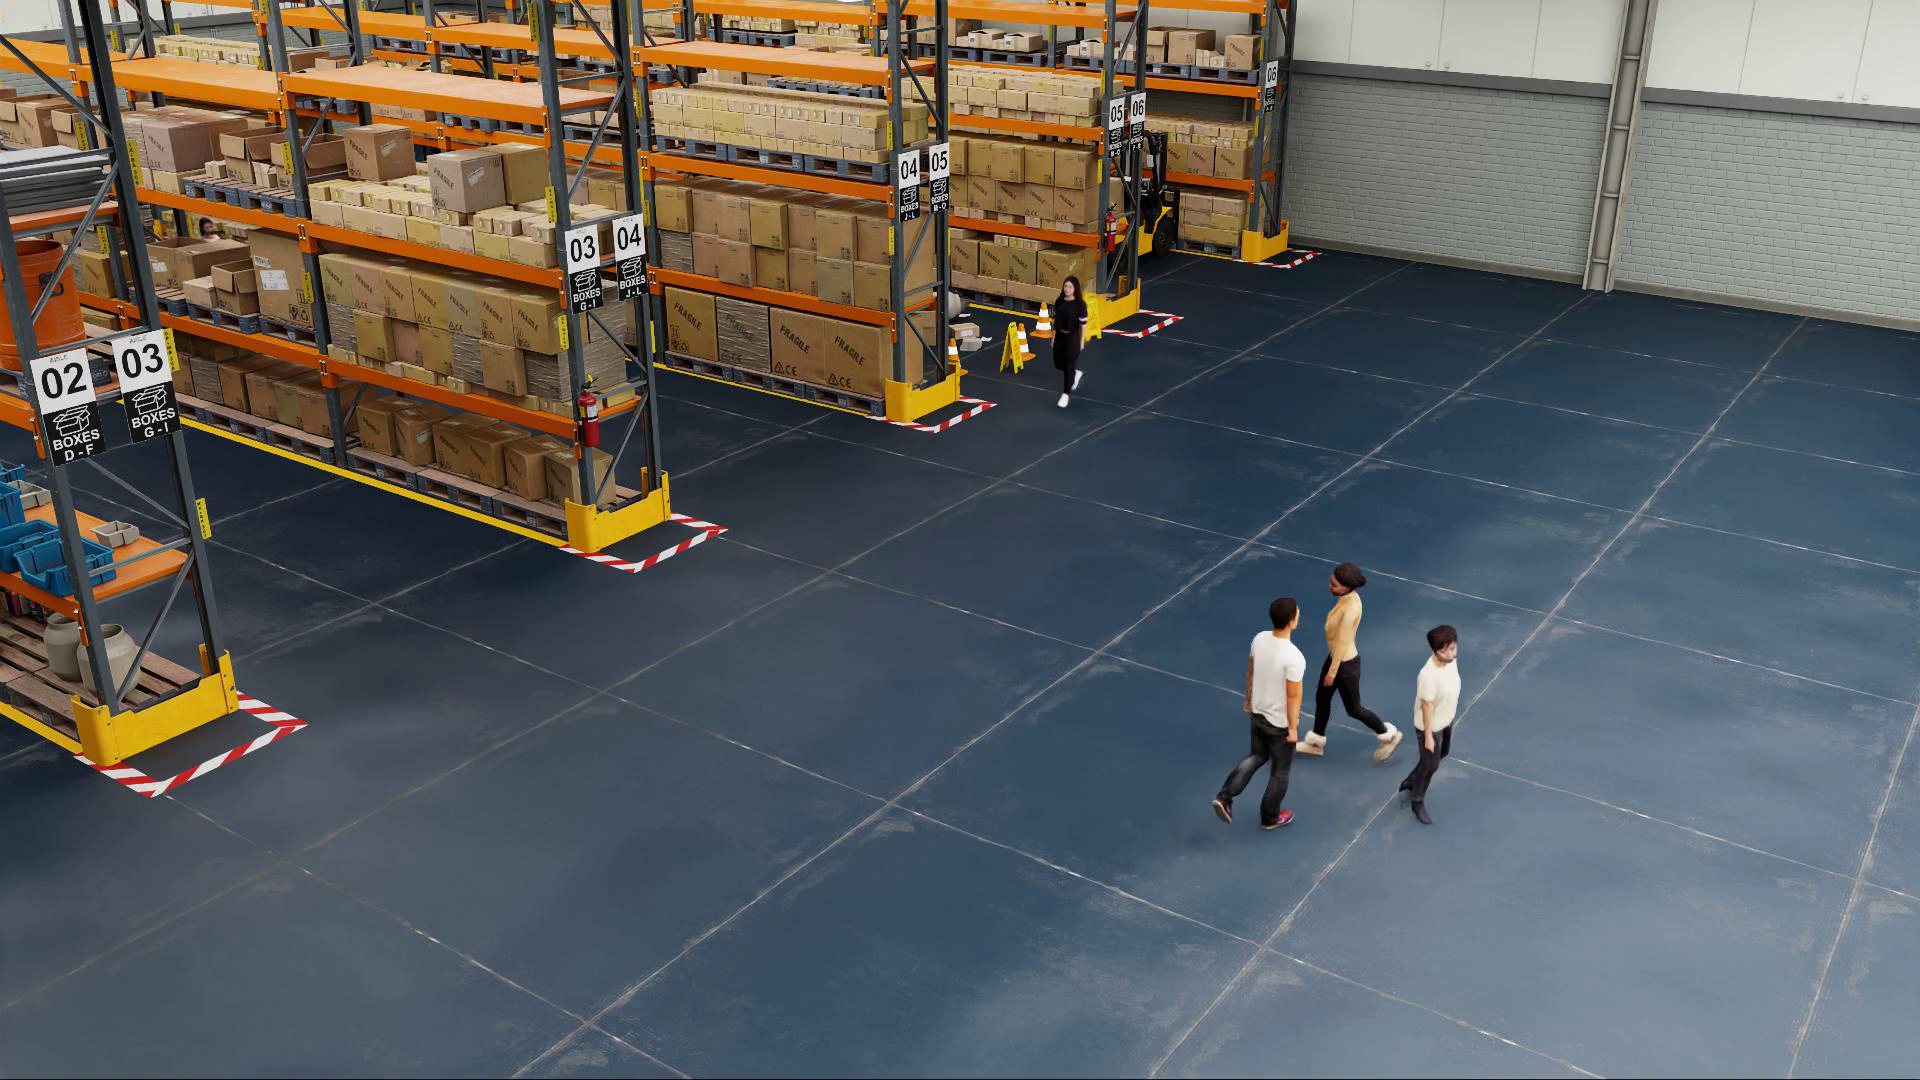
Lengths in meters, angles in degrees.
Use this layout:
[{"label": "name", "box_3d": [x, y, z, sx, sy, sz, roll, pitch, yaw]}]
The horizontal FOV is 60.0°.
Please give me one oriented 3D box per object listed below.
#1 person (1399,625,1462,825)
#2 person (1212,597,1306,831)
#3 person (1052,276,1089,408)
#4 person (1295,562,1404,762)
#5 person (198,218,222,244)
[{"label": "person", "box_3d": [3.345, 1.281, 11.763, 0.603, 1.565, 0.717, 11, 25, 24]}, {"label": "person", "box_3d": [2.108, 1.246, 11.562, 0.911, 1.787, 0.952, -12, 26, -26]}, {"label": "person", "box_3d": [1.368, -2.480, 20.528, 0.800, 1.628, 0.706, 13, 26, 27]}, {"label": "person", "box_3d": [2.966, 0.945, 12.473, 1.165, 1.628, 0.946, 2, 23, 5]}, {"label": "person", "box_3d": [-10.587, -3.719, 23.474, 1.121, 1.603, 0.615, 17, 28, 35]}]
